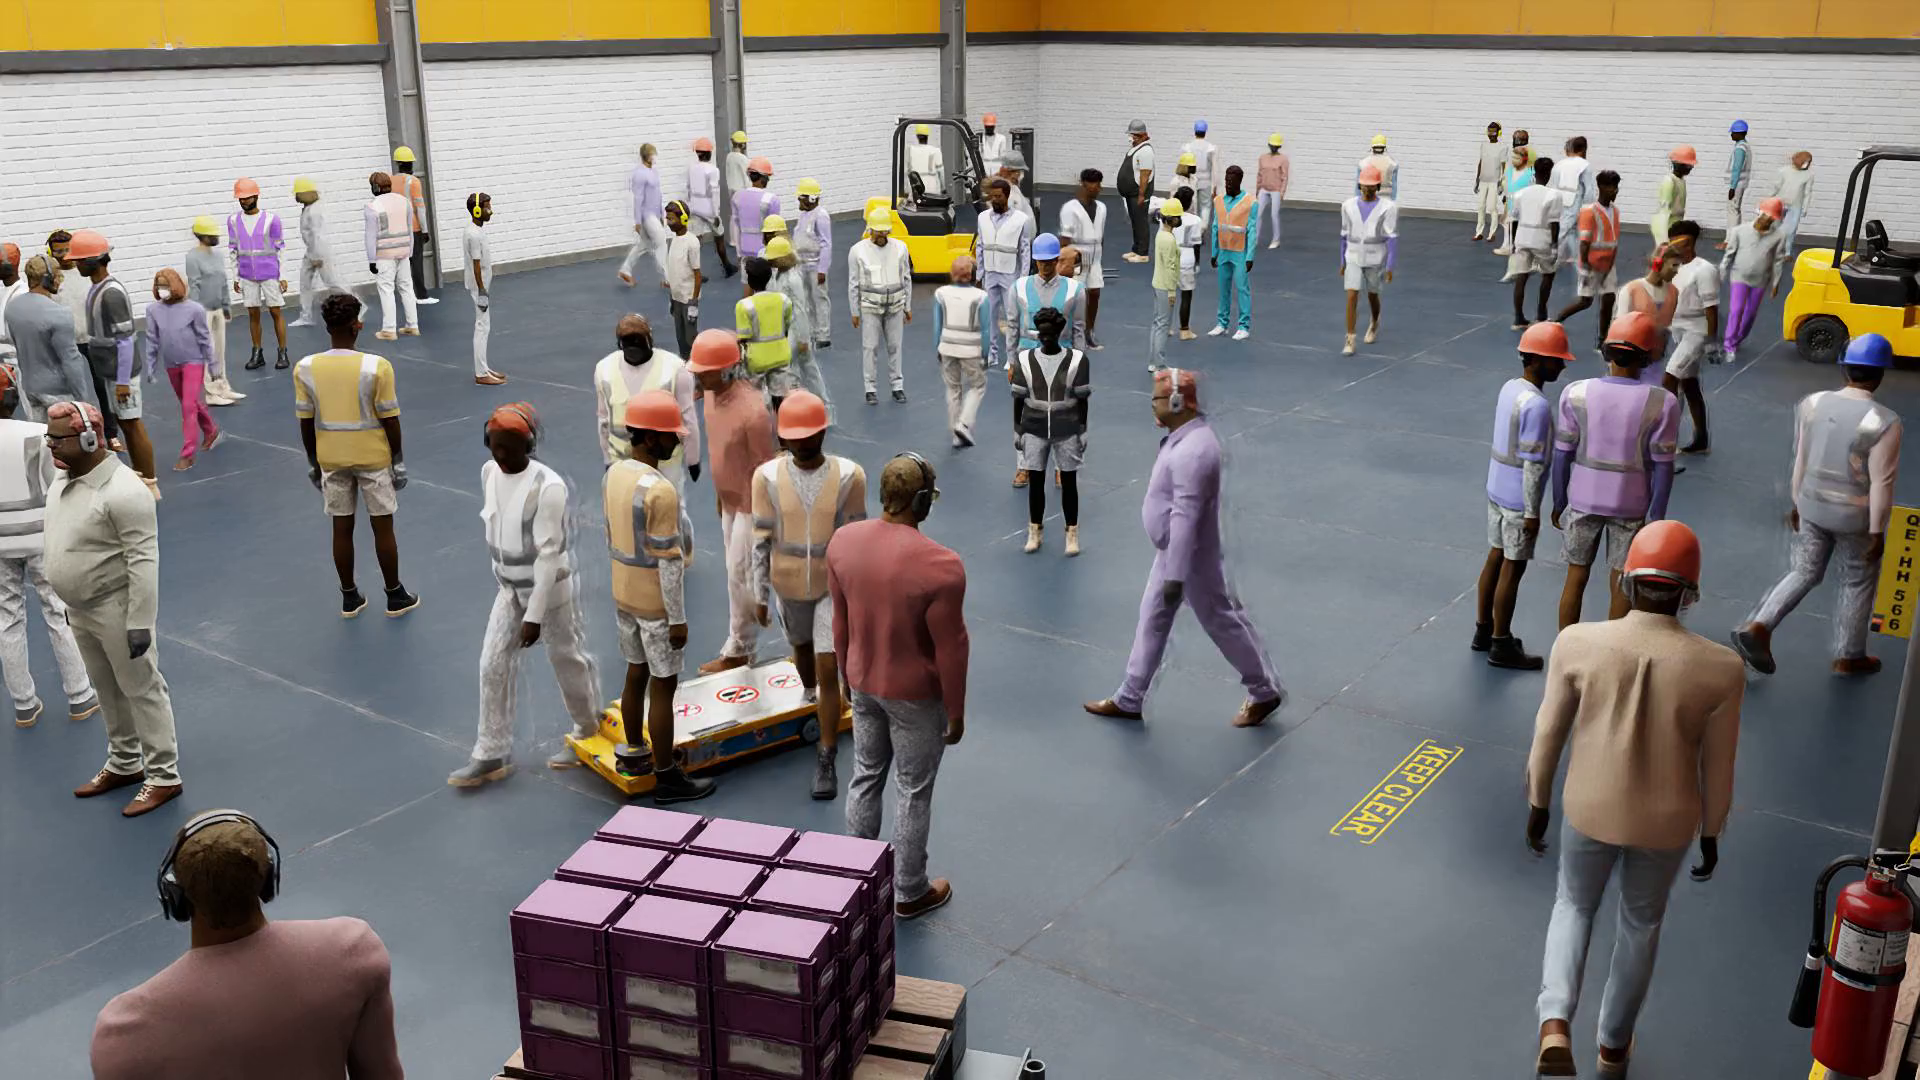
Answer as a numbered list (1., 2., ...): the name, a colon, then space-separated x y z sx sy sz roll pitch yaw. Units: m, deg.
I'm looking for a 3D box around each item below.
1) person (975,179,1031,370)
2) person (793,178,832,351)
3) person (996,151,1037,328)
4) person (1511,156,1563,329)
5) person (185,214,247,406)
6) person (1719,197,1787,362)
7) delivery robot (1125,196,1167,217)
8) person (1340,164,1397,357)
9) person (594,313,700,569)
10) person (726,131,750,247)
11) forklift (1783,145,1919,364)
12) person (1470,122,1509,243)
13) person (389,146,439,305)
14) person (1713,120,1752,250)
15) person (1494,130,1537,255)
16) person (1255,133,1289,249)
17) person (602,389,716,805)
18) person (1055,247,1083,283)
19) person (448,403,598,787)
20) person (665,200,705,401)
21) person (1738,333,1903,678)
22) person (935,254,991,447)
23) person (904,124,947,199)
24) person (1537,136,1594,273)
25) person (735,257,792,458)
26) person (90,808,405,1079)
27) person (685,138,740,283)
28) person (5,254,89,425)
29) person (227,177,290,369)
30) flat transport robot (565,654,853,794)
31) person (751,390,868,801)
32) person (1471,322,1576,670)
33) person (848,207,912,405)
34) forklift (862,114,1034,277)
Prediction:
1. person: 0.430 -2.690 16.869 0.597 1.917 0.375 10 20 28
2. person: -1.580 -2.951 17.821 0.403 1.832 0.593 -8 19 -24
3. person: 0.604 -3.412 18.928 0.538 2.000 0.706 0 18 0
4. person: 6.626 -3.400 19.040 0.721 1.939 0.652 -16 24 -41
5. person: -6.892 -2.114 15.332 0.394 1.753 0.596 4 18 12
6. person: 8.268 -2.757 17.436 0.636 1.706 0.764 5 19 17
7. delivery robot: 3.177 -5.752 28.499 0.707 0.478 0.477 0 18 1
8. person: 4.362 -3.015 17.774 0.617 2.003 1.029 9 20 25
9. person: -1.905 -0.537 10.320 0.643 1.814 0.689 2 18 7
10. person: -3.360 -5.349 25.437 0.331 1.766 0.533 -14 22 -36
11. forklift: 9.803 -2.879 17.013 2.313 2.155 1.214 12 21 33
12. person: 8.315 -5.617 26.127 0.334 1.860 0.509 -15 23 -39
13. person: -6.810 -3.879 20.573 0.584 1.928 0.373 9 20 26
14. person: 11.776 -5.392 25.288 0.412 1.938 0.610 10 20 29
15. person: 8.293 -5.179 24.800 0.636 1.833 0.429 -16 24 -41
16. person: 4.695 -5.300 25.325 0.570 1.735 0.623 14 22 36
17. person: -1.393 0.261 7.622 0.385 1.929 0.547 -13 22 -36
18. person: 0.888 -1.708 14.274 0.298 1.623 0.496 9 20 26
19. person: -2.057 0.274 7.717 0.591 1.839 0.872 13 22 35
20. person: -2.582 -2.221 15.493 0.329 1.865 0.507 -12 21 -34
21. person: 4.698 -0.159 8.955 0.818 1.913 0.615 -7 19 -22
22. person: 0.006 -1.540 13.744 0.520 1.625 0.400 7 19 20
23. person: -0.555 -5.384 25.376 0.605 1.875 1.016 5 18 16
24. person: 8.476 -4.645 23.085 1.015 1.870 0.593 -5 18 -15
25. person: -1.610 -1.438 13.347 0.552 1.670 0.683 -12 21 -34
26. person: -1.547 1.492 3.753 0.627 1.941 0.370 -15 23 -39
27. person: -3.359 -4.431 22.340 0.575 1.894 0.964 9 20 26
28. person: -6.348 -1.034 11.682 0.636 1.929 0.385 10 20 28
29. person: -7.093 -2.683 16.817 0.552 1.934 0.373 -1 18 -2
30. flat transport robot: -1.179 0.886 8.344 1.431 0.197 0.652 -13 22 -36
31. person: -0.710 0.182 7.953 0.546 1.887 1.016 0 18 1
32. person: 3.114 -0.249 9.206 0.376 1.934 0.547 0 18 0
33. person: -0.724 -2.161 15.377 0.602 1.821 0.403 -6 19 -19
34. forklift: -0.171 -4.594 22.377 2.313 2.155 1.214 1 18 3
